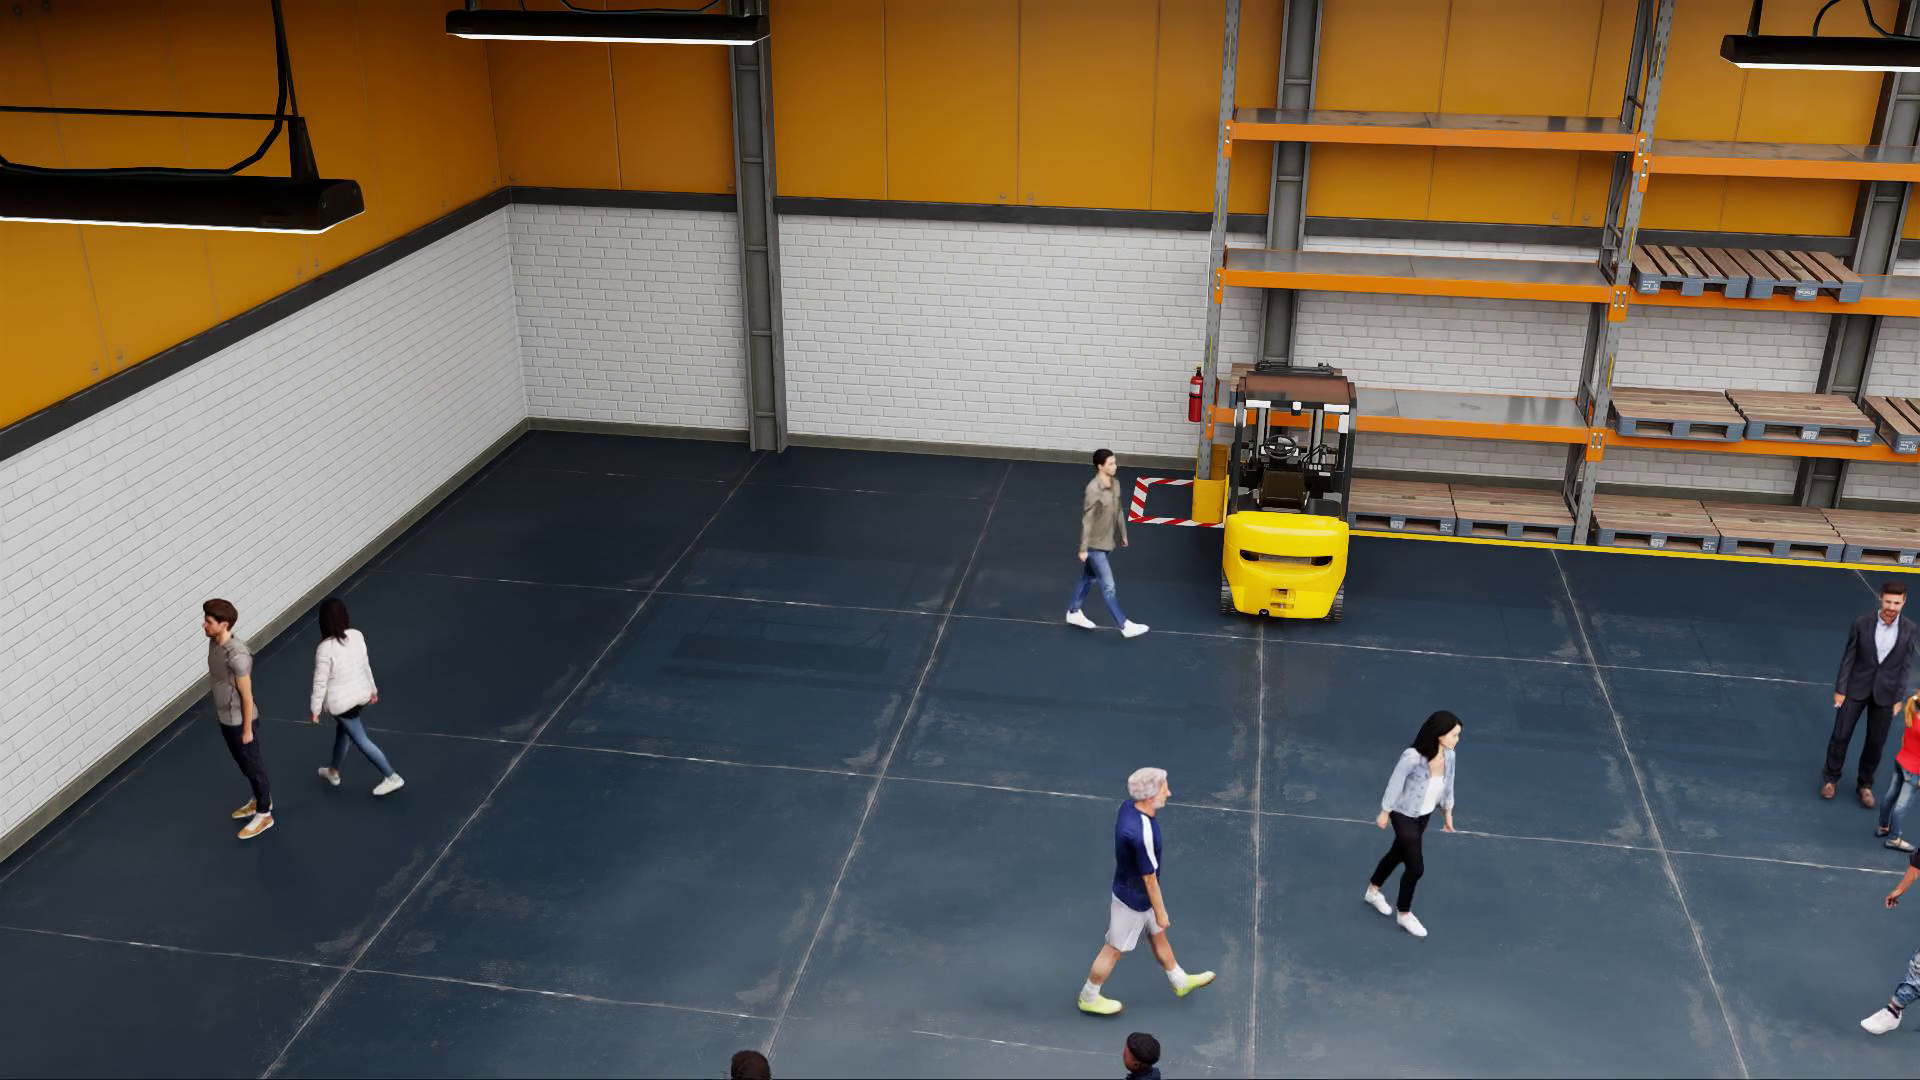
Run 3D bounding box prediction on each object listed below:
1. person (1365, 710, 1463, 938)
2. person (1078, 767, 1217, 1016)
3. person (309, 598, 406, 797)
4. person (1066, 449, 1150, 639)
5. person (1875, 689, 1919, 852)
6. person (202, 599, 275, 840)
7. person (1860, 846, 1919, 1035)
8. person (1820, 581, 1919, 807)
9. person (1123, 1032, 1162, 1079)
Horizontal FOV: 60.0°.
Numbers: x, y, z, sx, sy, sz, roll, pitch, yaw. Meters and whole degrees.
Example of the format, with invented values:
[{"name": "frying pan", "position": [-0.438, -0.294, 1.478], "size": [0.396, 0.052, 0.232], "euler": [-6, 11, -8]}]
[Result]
[{"name": "person", "position": [3.034, 1.880, 11.401], "size": [0.878, 1.666, 0.929], "euler": [-10, 26, -22]}, {"name": "person", "position": [1.009, 2.234, 10.443], "size": [1.179, 1.786, 0.789], "euler": [0, 24, -1]}, {"name": "person", "position": [-4.692, 1.257, 12.918], "size": [1.090, 1.593, 0.795], "euler": [7, 25, 16]}, {"name": "person", "position": [1.213, 0.025, 15.452], "size": [1.237, 1.821, 0.985], "euler": [13, 27, 28]}, {"name": "person", "position": [7.029, 1.674, 12.315], "size": [0.519, 1.311, 0.513], "euler": [2, 24, 5]}, {"name": "person", "position": [-5.396, 1.294, 12.457], "size": [0.815, 1.896, 0.731], "euler": [-21, 31, -39]}, {"name": "person", "position": [6.268, 2.281, 10.372], "size": [1.311, 1.755, 1.029], "euler": [-5, 24, -12]}, {"name": "person", "position": [7.008, 1.157, 12.800], "size": [0.605, 1.870, 0.742], "euler": [10, 25, 21]}, {"name": "person", "position": [1.028, 3.199, 8.922], "size": [0.795, 1.235, 0.567], "euler": [7, 25, 16]}]
